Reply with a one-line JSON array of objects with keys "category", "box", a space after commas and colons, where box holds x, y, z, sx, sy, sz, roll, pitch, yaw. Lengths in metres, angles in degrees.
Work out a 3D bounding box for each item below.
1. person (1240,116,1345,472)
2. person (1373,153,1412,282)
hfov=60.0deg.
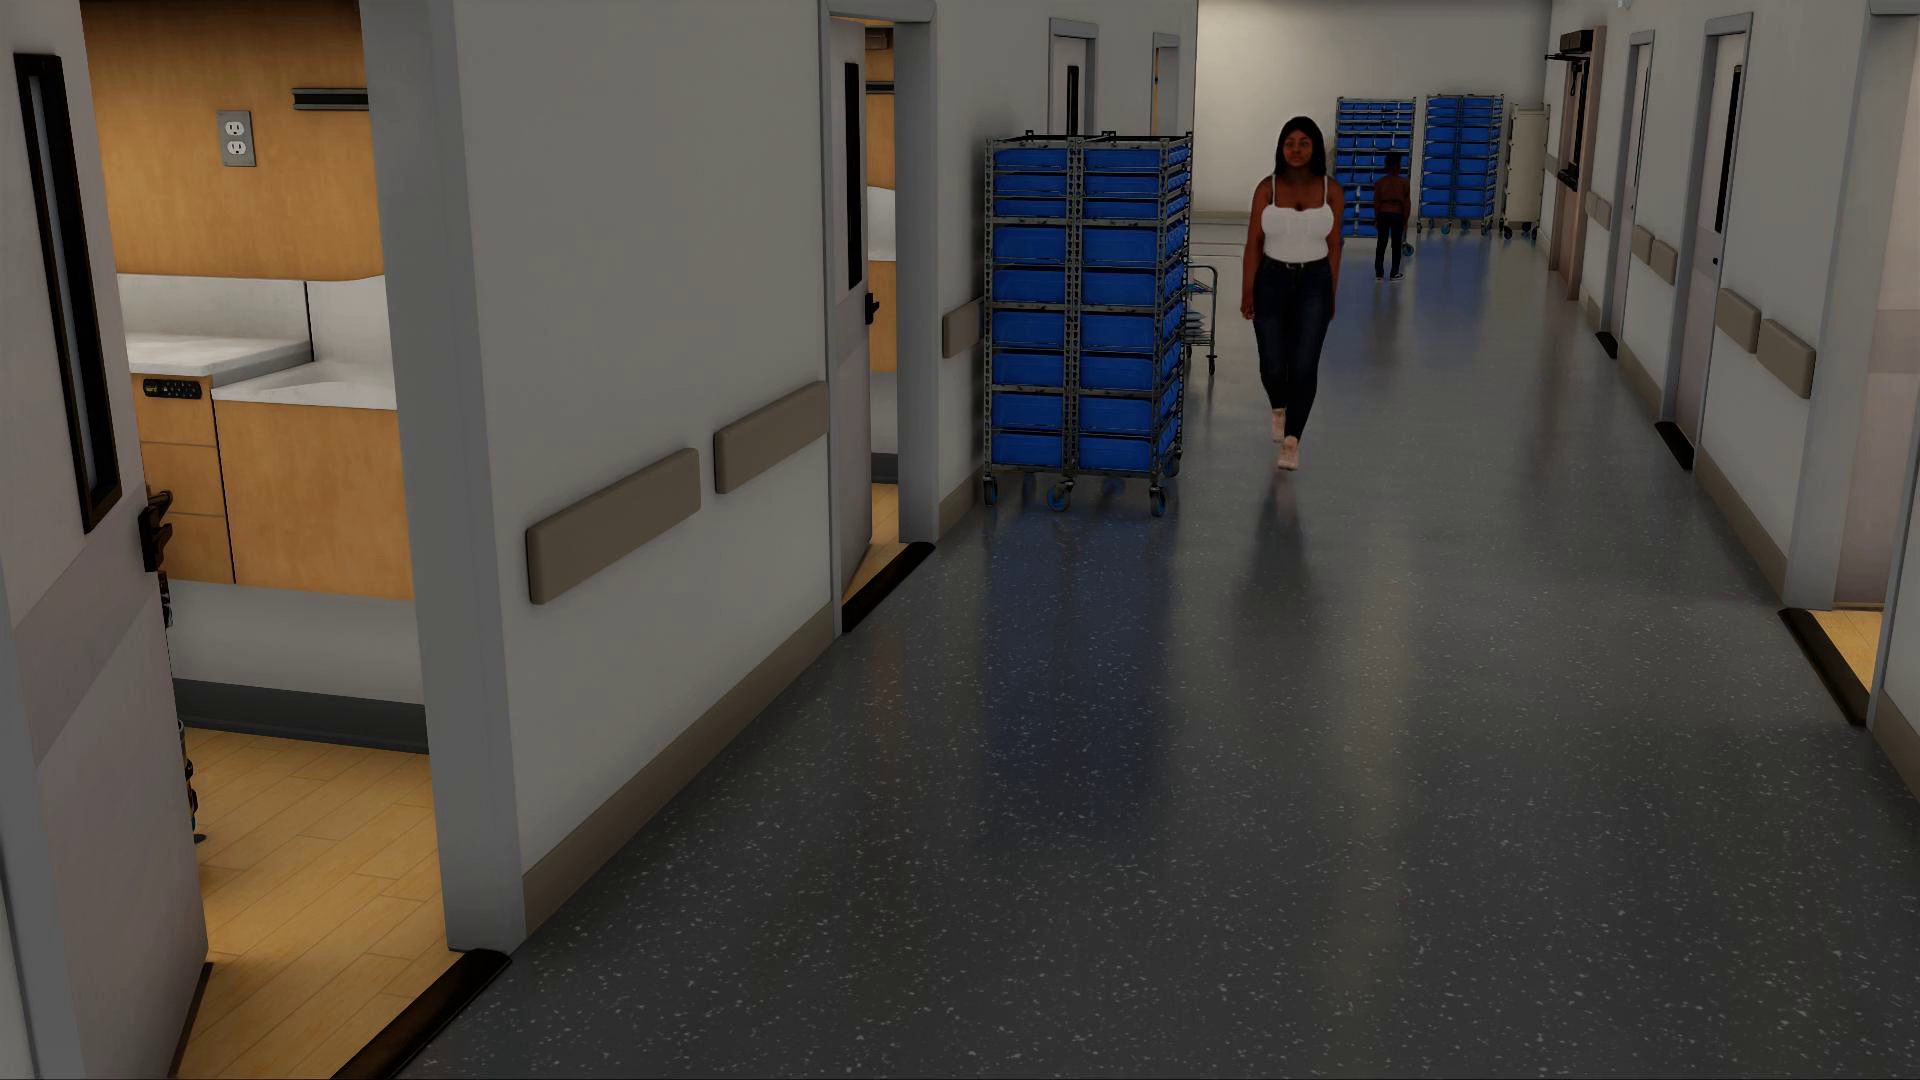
[{"category": "person", "box": [1.747, -1.286, 8.770, 0.638, 1.768, 1.167, 4, 16, 14]}, {"category": "person", "box": [4.306, -3.238, 16.633, 0.558, 1.256, 0.526, 8, 18, 26]}]
